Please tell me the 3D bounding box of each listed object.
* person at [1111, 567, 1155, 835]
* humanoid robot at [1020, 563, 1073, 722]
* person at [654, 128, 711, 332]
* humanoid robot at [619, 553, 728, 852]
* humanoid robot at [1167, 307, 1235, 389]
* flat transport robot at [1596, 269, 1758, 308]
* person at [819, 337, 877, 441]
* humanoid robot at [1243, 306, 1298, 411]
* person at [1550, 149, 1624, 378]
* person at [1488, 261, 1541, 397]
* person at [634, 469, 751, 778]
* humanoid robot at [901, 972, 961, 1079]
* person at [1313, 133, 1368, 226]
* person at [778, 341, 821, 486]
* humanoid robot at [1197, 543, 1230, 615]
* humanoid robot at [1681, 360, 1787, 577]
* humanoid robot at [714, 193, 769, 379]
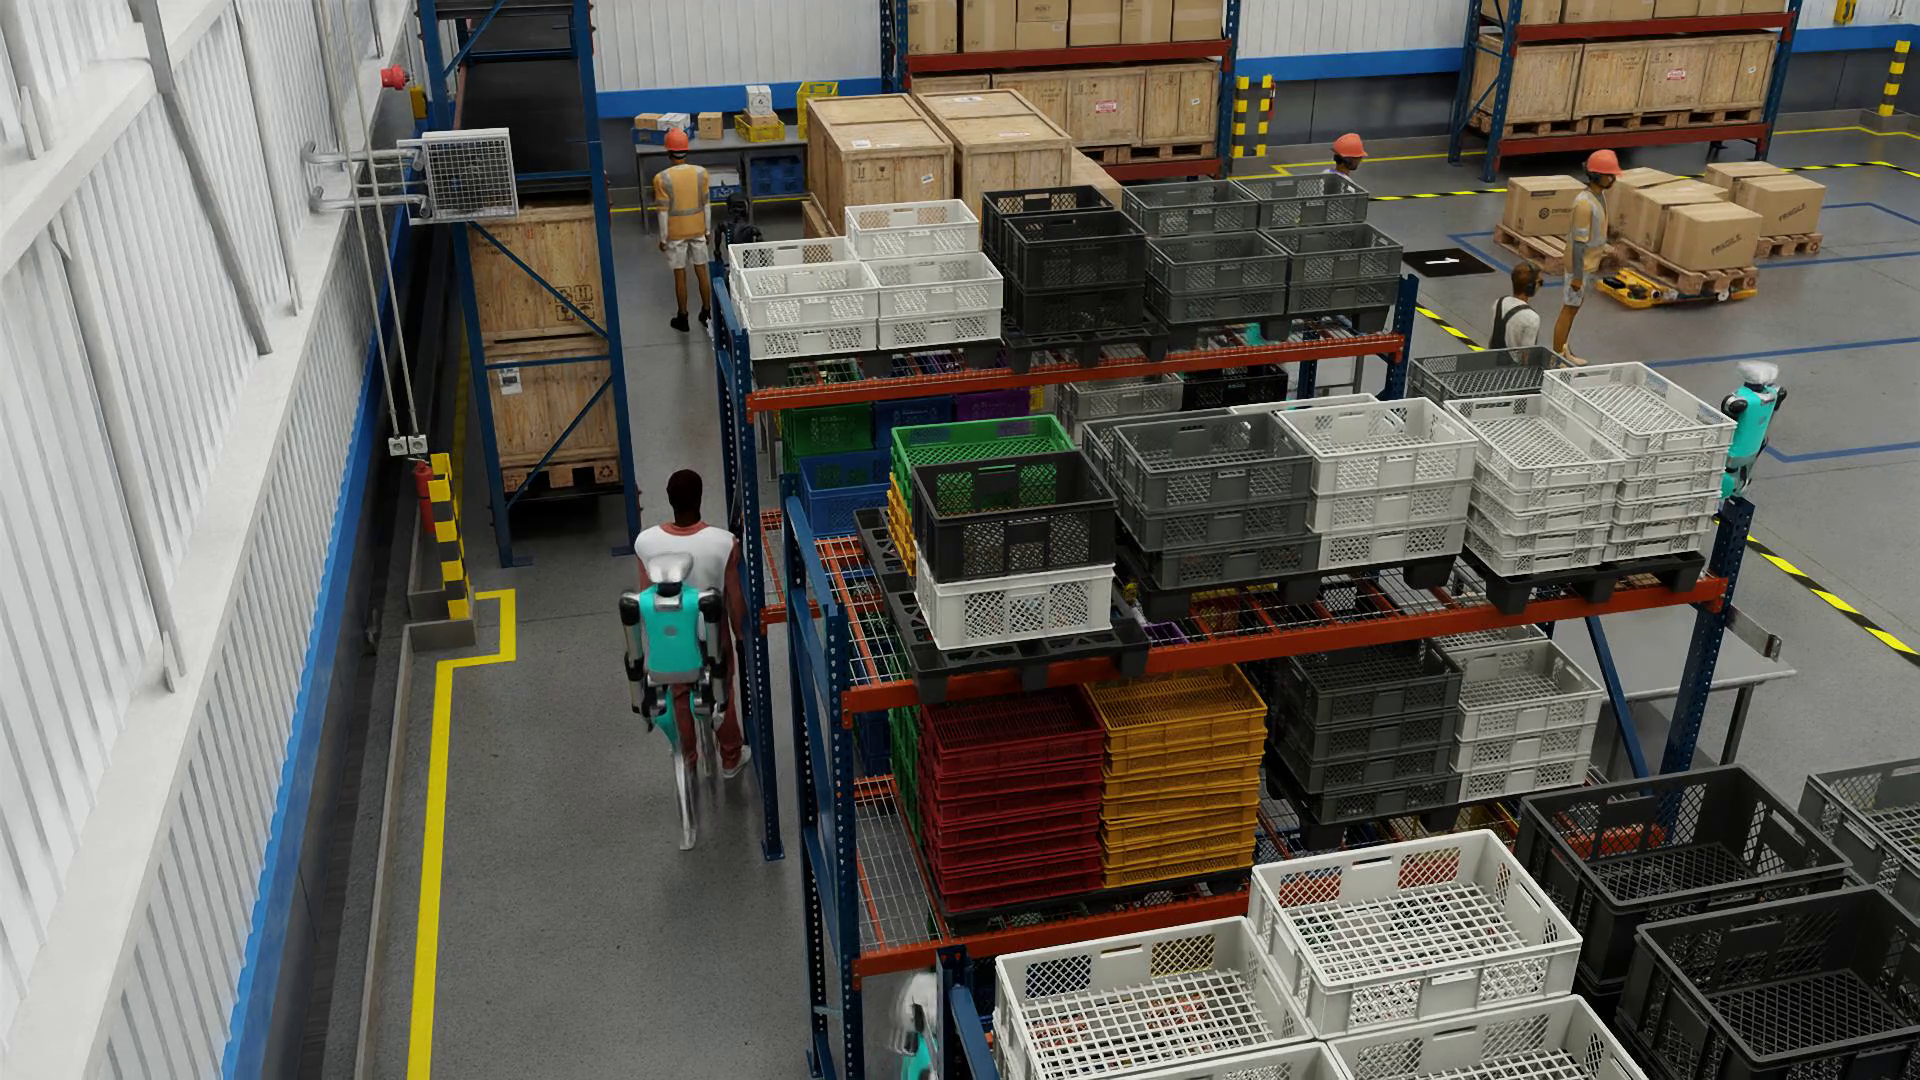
[{"bbox_3d":[0.817,0.882,8.661,0.327,1.865,0.543,-10,29,-18],"label":"person"},{"bbox_3d":[0.091,0.964,8.691,0.947,1.787,0.566,-12,30,-21],"label":"humanoid robot"},{"bbox_3d":[-2.627,-2.944,15.843,0.542,1.938,0.352,-15,31,-26],"label":"person"},{"bbox_3d":[-1.509,0.722,9.114,0.539,1.766,0.960,-2,28,-4],"label":"humanoid robot"},{"bbox_3d":[2.005,-1.451,13.255,0.937,1.763,0.539,-5,28,-9],"label":"humanoid robot"},{"bbox_3d":[7.338,-2.626,16.999,1.431,0.197,0.652,-6,28,-12],"label":"flat transport robot"},{"bbox_3d":[-0.820,-0.915,12.103,0.430,1.838,0.618,-8,29,-14],"label":"person"},{"bbox_3d":[2.450,-1.140,12.637,0.750,1.774,0.541,-3,28,-6],"label":"humanoid robot"},{"bbox_3d":[5.560,-2.460,14.811,0.366,2.047,0.605,14,31,25],"label":"person"},{"bbox_3d":[4.188,-1.228,12.699,0.351,1.841,0.506,-9,29,-16],"label":"person"},{"bbox_3d":[-1.479,0.502,9.332,0.587,1.913,0.392,1,28,3],"label":"person"},{"bbox_3d":[-0.297,2.329,6.078,0.816,1.803,0.551,2,28,3],"label":"humanoid robot"},{"bbox_3d":[3.475,-2.727,15.319,0.380,2.041,0.614,-10,29,-18],"label":"person"},{"bbox_3d":[-1.224,-1.129,12.580,0.308,1.770,0.525,-11,30,-20],"label":"person"},{"bbox_3d":[1.702,-0.142,10.826,0.662,1.632,0.596,-7,29,-13],"label":"humanoid robot"},{"bbox_3d":[5.022,-0.484,11.249,0.533,1.674,0.735,-15,31,-27],"label":"humanoid robot"},{"bbox_3d":[-1.960,-2.269,14.839,0.607,1.652,0.327,16,32,27],"label":"humanoid robot"}]
